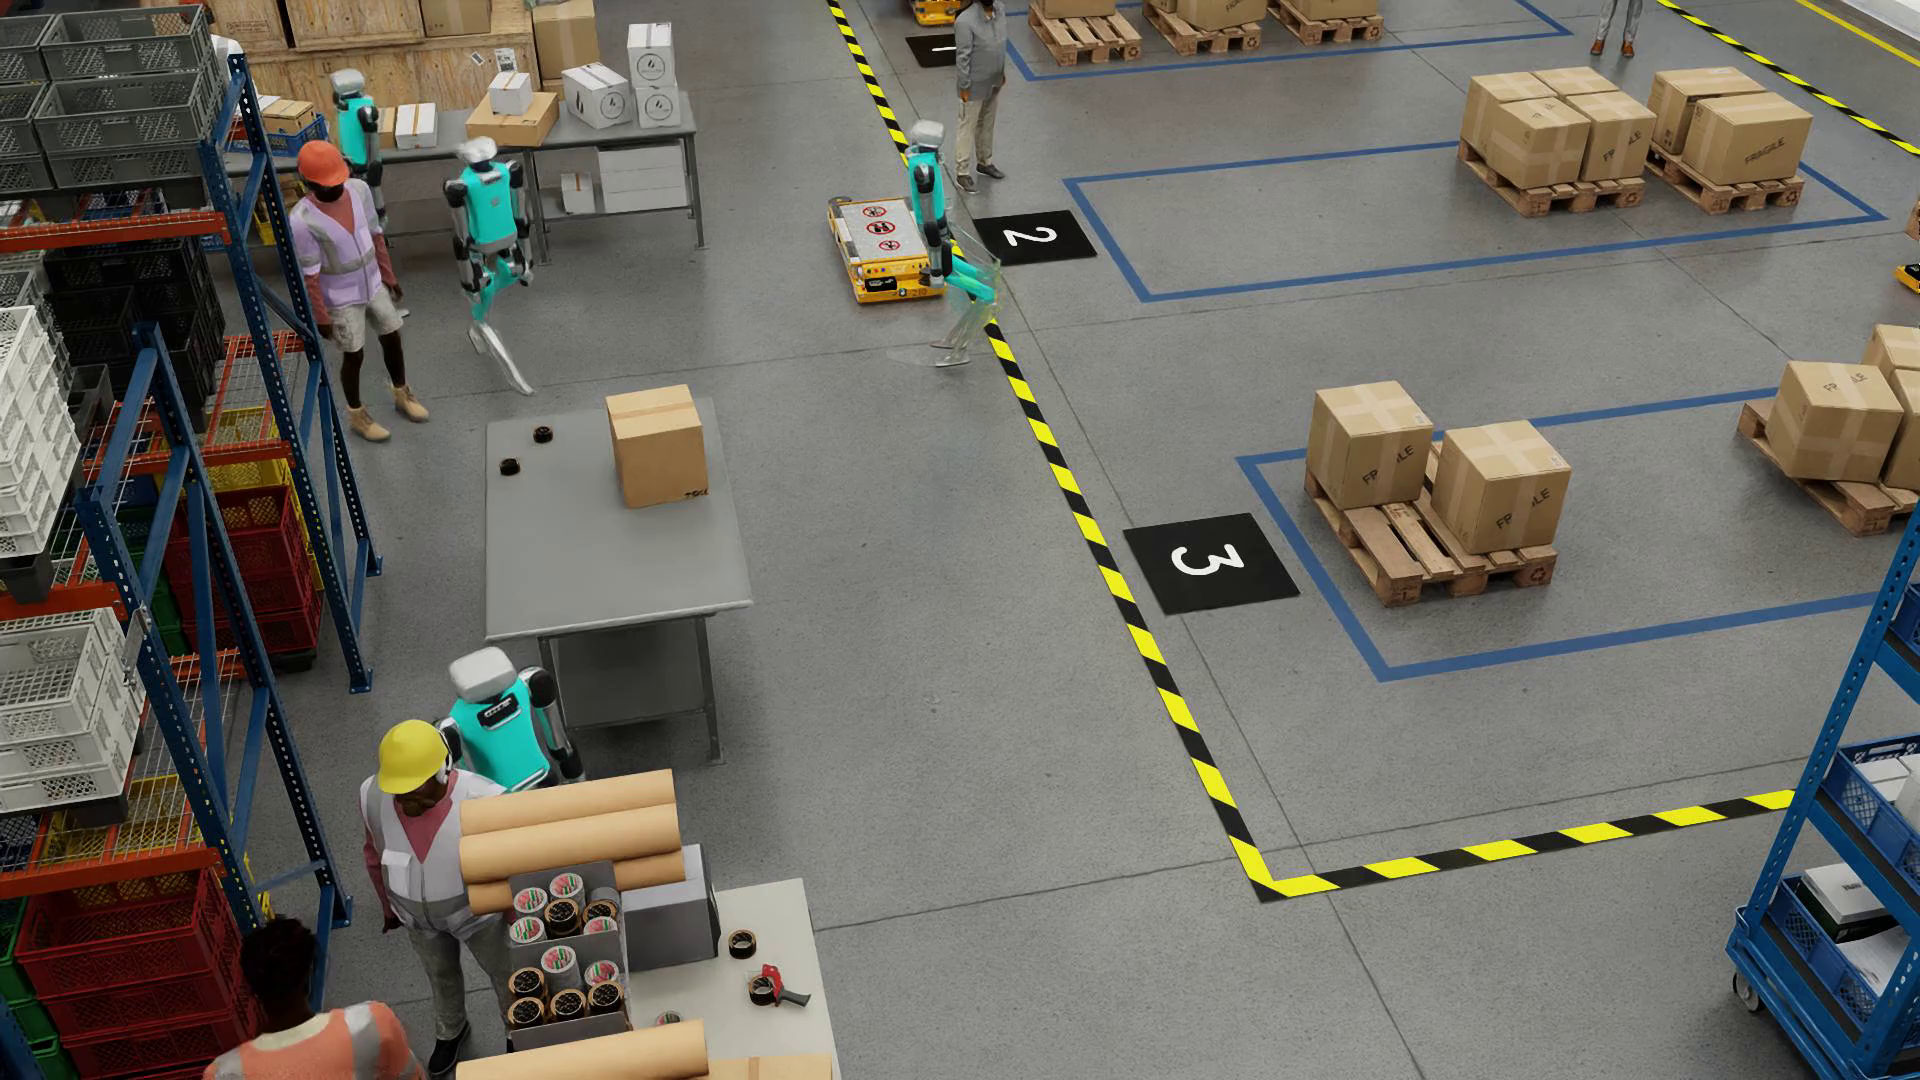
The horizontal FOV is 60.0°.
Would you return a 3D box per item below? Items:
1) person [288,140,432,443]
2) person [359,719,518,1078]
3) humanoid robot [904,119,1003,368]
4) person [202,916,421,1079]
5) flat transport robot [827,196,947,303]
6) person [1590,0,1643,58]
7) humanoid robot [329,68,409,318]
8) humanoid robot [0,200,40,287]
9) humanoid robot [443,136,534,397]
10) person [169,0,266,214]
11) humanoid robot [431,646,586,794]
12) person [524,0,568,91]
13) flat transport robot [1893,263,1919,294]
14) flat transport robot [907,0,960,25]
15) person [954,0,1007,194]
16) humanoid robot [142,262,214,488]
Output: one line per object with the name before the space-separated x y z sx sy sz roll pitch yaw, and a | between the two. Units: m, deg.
person | -3.675 -1.502 10.106 0.441 2.021 0.614 20 41 25
person | -1.951 1.392 6.371 0.587 1.834 0.404 1 37 2
humanoid robot | 0.021 -1.911 10.779 0.735 1.677 0.533 -2 37 -2
person | -1.985 2.074 5.380 0.645 1.930 0.706 -20 41 -25
flat transport robot | -0.570 -2.220 12.538 0.659 0.231 1.431 -8 37 -10
person | 6.338 -5.479 15.566 0.585 1.885 0.362 10 38 13
humanoid robot | -4.277 -2.242 11.417 0.838 1.856 0.549 -26 44 -31
humanoid robot | -5.705 -1.171 9.951 0.976 1.773 0.531 -9 38 -12
humanoid robot | -3.164 -1.841 10.825 0.535 1.793 0.935 -31 46 -34
person | -5.476 -3.148 12.432 0.573 1.884 0.356 1 37 2
humanoid robot | -1.574 1.290 6.609 0.567 1.779 0.860 -30 46 -34
person | -3.476 -4.572 14.303 0.411 1.939 0.602 23 42 27
flat transport robot | 7.671 -1.934 12.130 1.431 0.197 0.652 -8 37 -10
flat transport robot | -0.223 -5.645 17.117 0.652 0.197 1.431 -8 37 -10
person | 0.169 -3.664 13.225 0.408 1.761 0.572 26 44 30
humanoid robot | -4.644 -0.898 9.588 0.604 1.633 0.598 -4 37 -6
